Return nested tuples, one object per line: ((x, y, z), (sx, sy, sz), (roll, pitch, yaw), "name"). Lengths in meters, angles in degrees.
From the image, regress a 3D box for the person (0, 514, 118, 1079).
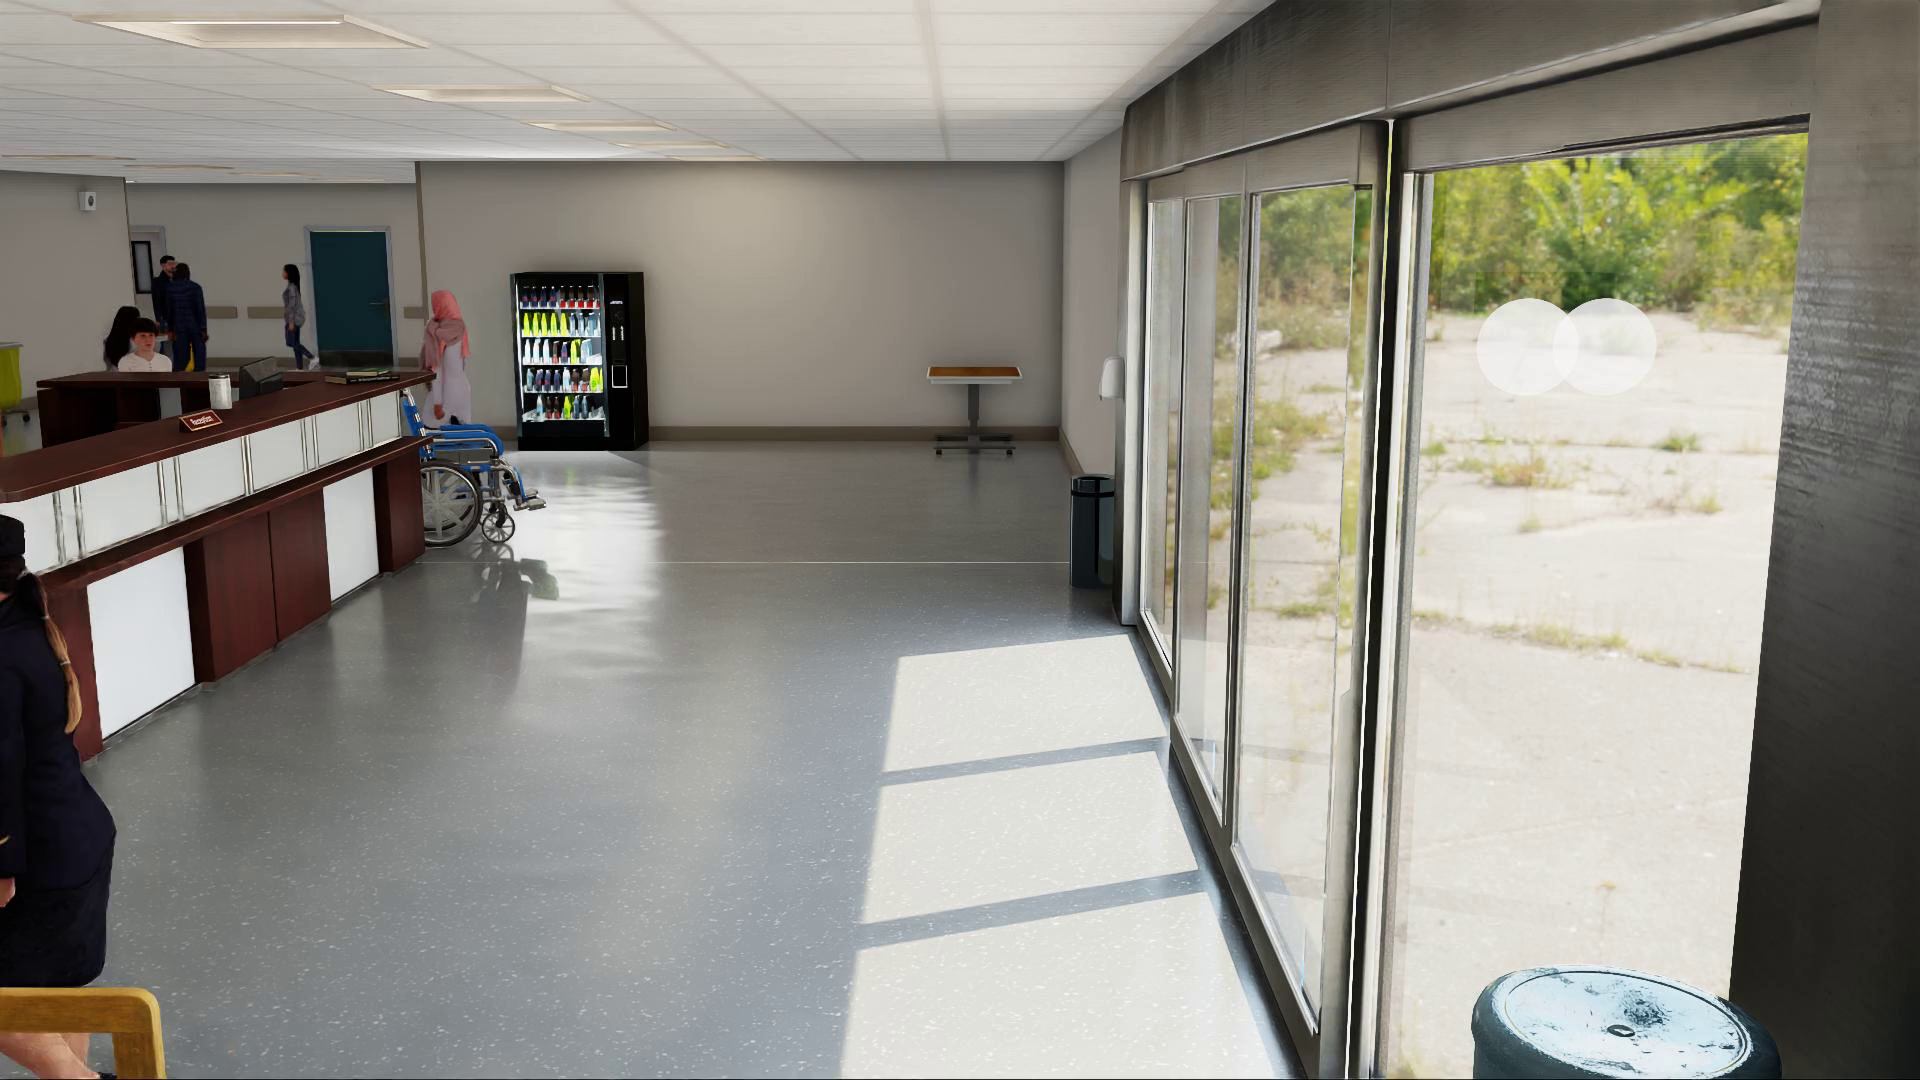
((-2.194, 0.752, 4.042), (0.754, 1.666, 0.783), (-3, 11, -15), "person")

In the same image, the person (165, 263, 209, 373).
((-10.601, -2.866, 22.754), (0.884, 1.799, 0.728), (0, 11, 1), "person")

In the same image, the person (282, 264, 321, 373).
((-10.217, -3.397, 25.758), (0.806, 1.721, 0.702), (-2, 11, -11), "person")

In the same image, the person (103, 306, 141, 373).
((-7.405, -1.231, 14.715), (1.012, 1.584, 0.727), (1, 11, 5), "person")

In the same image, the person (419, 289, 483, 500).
((-4.159, -1.150, 13.796), (1.200, 1.767, 0.976), (5, 12, 26), "person")

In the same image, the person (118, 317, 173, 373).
((-6.073, -0.844, 12.482), (0.706, 1.655, 0.659), (9, 14, 39), "person")

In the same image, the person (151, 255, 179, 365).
((-11.641, -3.245, 24.500), (0.698, 1.892, 0.749), (4, 11, 20), "person")
